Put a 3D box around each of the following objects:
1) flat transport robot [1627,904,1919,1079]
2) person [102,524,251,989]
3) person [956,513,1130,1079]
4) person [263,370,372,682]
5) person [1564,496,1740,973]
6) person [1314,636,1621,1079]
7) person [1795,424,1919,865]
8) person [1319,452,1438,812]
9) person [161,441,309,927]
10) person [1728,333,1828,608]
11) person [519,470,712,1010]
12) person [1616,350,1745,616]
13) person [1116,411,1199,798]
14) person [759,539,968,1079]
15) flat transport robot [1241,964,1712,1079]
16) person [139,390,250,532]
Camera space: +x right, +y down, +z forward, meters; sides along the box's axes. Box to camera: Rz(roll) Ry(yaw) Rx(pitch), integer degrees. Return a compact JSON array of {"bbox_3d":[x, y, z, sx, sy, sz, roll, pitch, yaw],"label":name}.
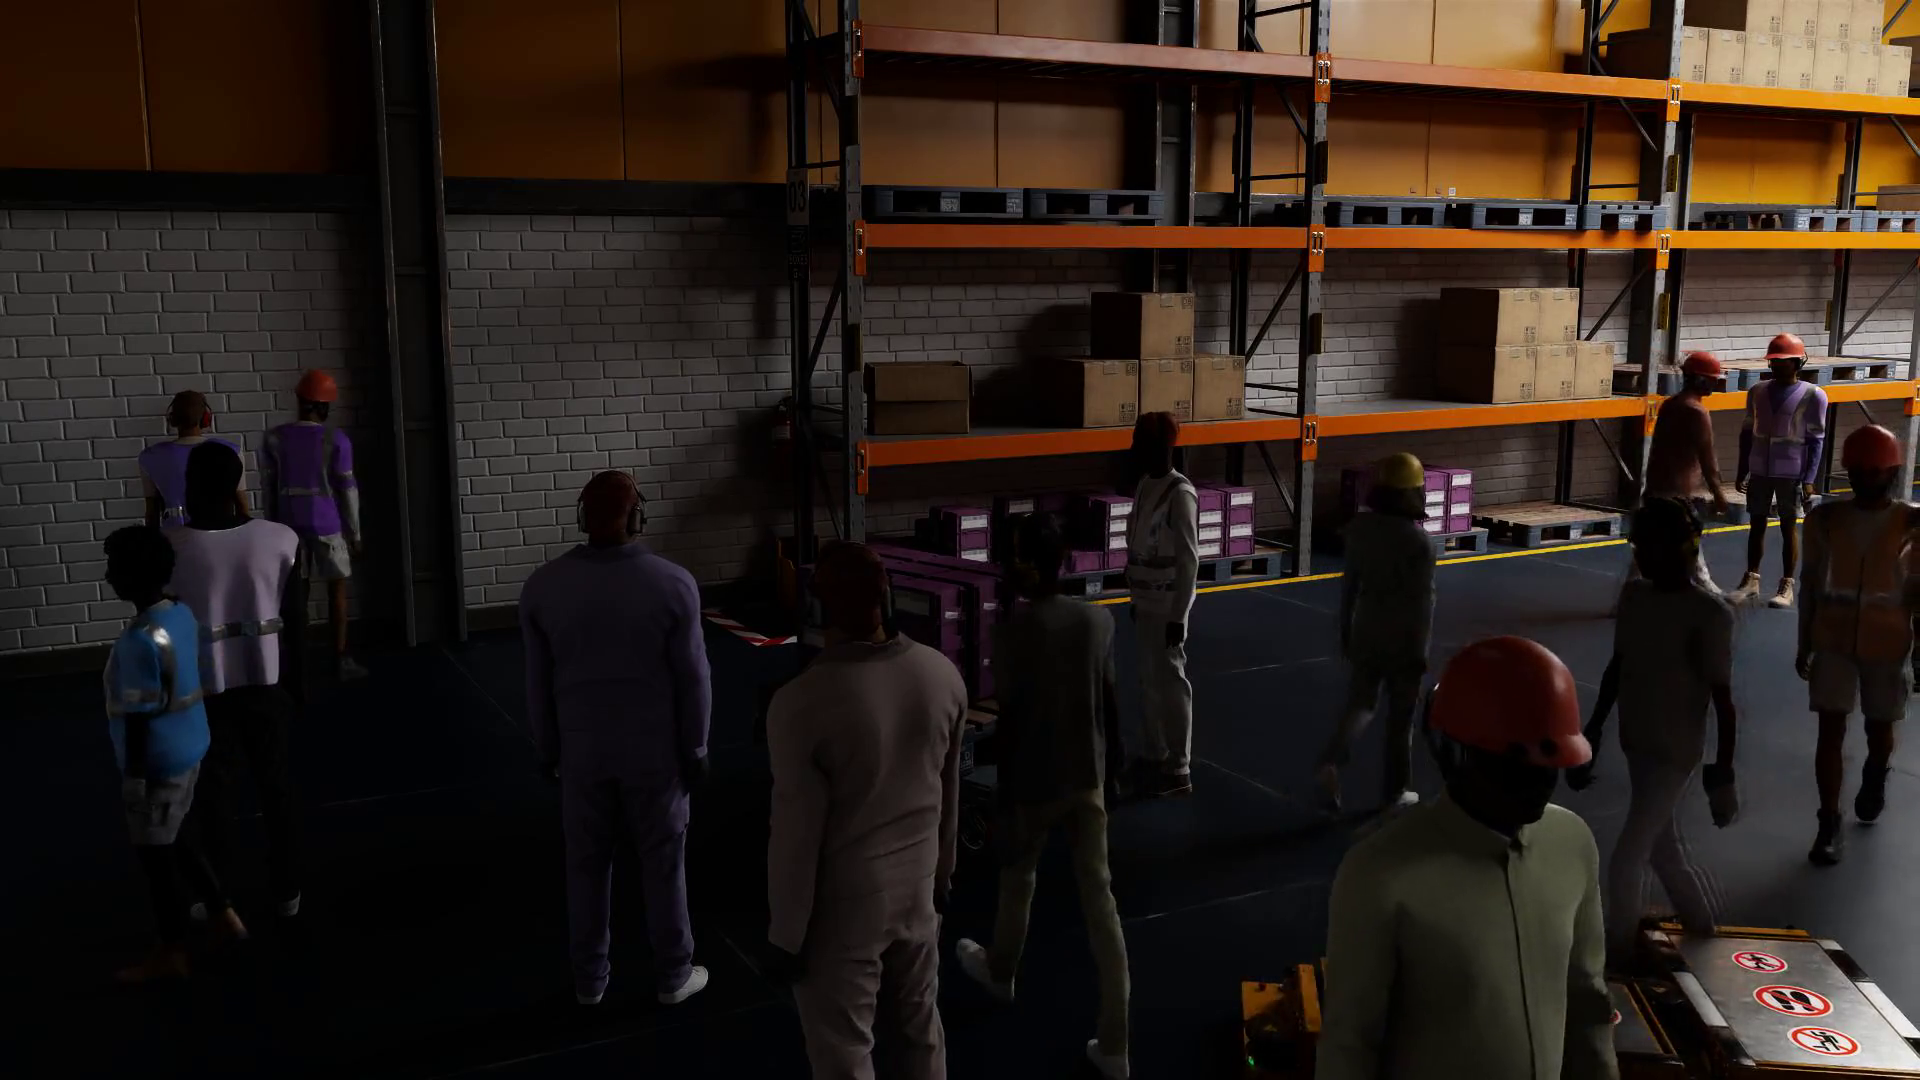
[{"bbox_3d":[2.702,1.571,5.487,0.652,0.197,1.431,1,10,8],"label":"flat transport robot"},{"bbox_3d":[-2.851,0.781,5.971,0.429,1.690,0.537,-1,10,-8],"label":"person"},{"bbox_3d":[0.286,0.799,5.503,0.581,1.803,0.991,-5,11,-25],"label":"person"},{"bbox_3d":[-3.976,-0.073,10.251,0.623,1.914,0.473,0,10,1],"label":"person"},{"bbox_3d":[2.404,0.750,5.757,0.825,1.835,0.523,-2,10,-12],"label":"person"},{"bbox_3d":[0.971,1.142,3.072,0.617,1.976,0.514,-6,12,-32],"label":"person"},{"bbox_3d":[4.005,0.428,7.371,0.556,1.911,0.830,7,12,35],"label":"person"},{"bbox_3d":[1.950,0.454,7.714,0.496,1.726,0.616,9,14,43],"label":"person"},{"bbox_3d":[-2.839,0.572,6.492,0.596,1.921,0.380,-8,13,-39],"label":"person"},{"bbox_3d":[6.090,-0.516,12.407,0.370,2.044,0.608,-8,13,-38],"label":"person"},{"bbox_3d":[-1.172,0.703,5.797,0.640,1.904,0.409,0,10,2],"label":"person"},{"bbox_3d":[5.230,-0.376,11.874,1.018,1.936,0.611,1,10,6],"label":"person"},{"bbox_3d":[0.972,0.309,8.112,0.337,1.882,0.583,-2,10,-14],"label":"person"},{"bbox_3d":[-0.278,0.943,4.411,0.401,1.904,0.648,10,14,44],"label":"person"},{"bbox_3d":[1.640,1.592,5.367,1.431,0.197,0.652,1,10,8],"label":"flat transport robot"},{"bbox_3d":[-4.437,0.051,9.709,0.565,1.846,0.390,-4,11,-24],"label":"person"}]
